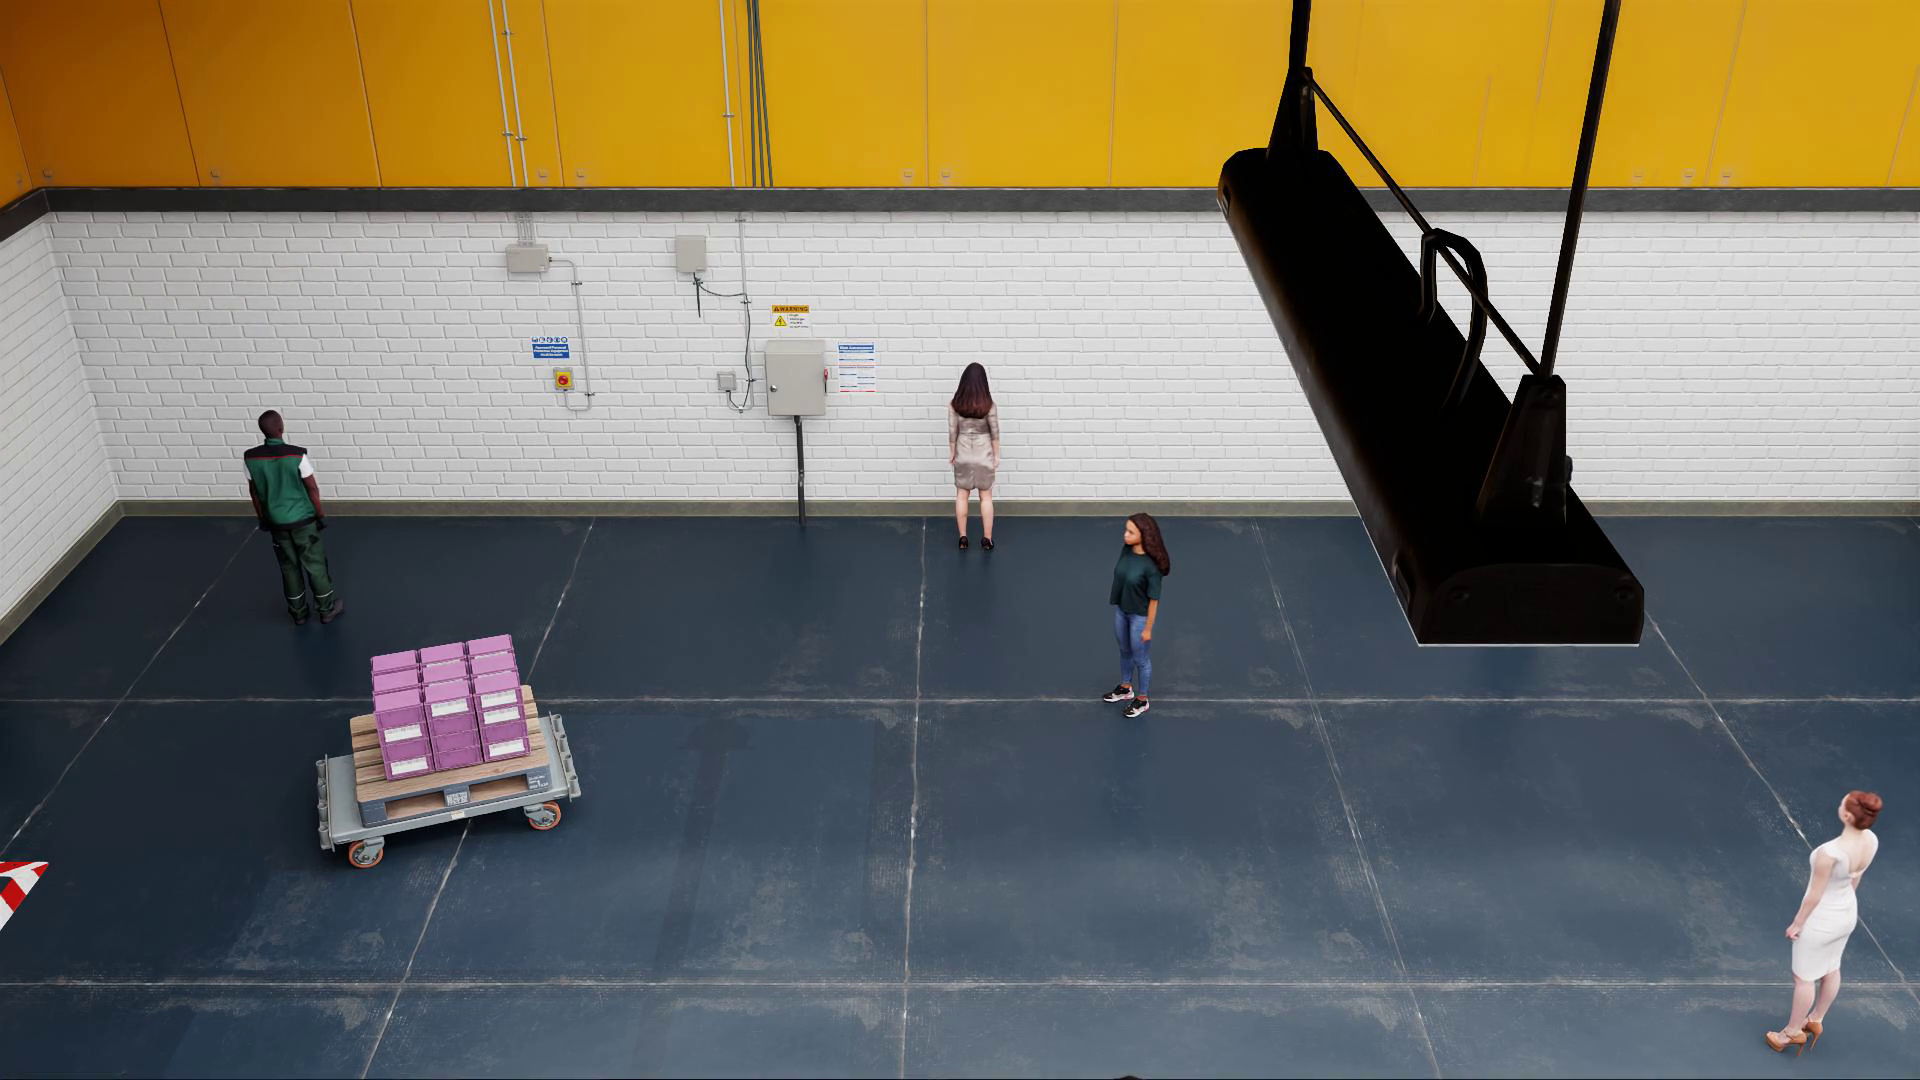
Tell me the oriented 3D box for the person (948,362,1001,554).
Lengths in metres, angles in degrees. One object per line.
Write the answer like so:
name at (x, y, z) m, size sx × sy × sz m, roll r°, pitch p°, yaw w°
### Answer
person at (0.121, -0.691, 14.182) m, size 0.627 × 1.746 × 0.567 m, roll 5°, pitch 29°, yaw 10°

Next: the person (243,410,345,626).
person at (-5.278, -0.171, 13.132) m, size 0.681 × 1.839 × 0.597 m, roll -1°, pitch 29°, yaw -1°

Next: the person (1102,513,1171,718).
person at (1.280, 0.527, 12.083) m, size 0.767 × 1.617 × 0.682 m, roll -16°, pitch 32°, yaw -27°

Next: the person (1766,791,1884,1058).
person at (4.716, 2.082, 9.051) m, size 0.630 × 1.791 × 0.616 m, roll -12°, pitch 31°, yaw -21°
